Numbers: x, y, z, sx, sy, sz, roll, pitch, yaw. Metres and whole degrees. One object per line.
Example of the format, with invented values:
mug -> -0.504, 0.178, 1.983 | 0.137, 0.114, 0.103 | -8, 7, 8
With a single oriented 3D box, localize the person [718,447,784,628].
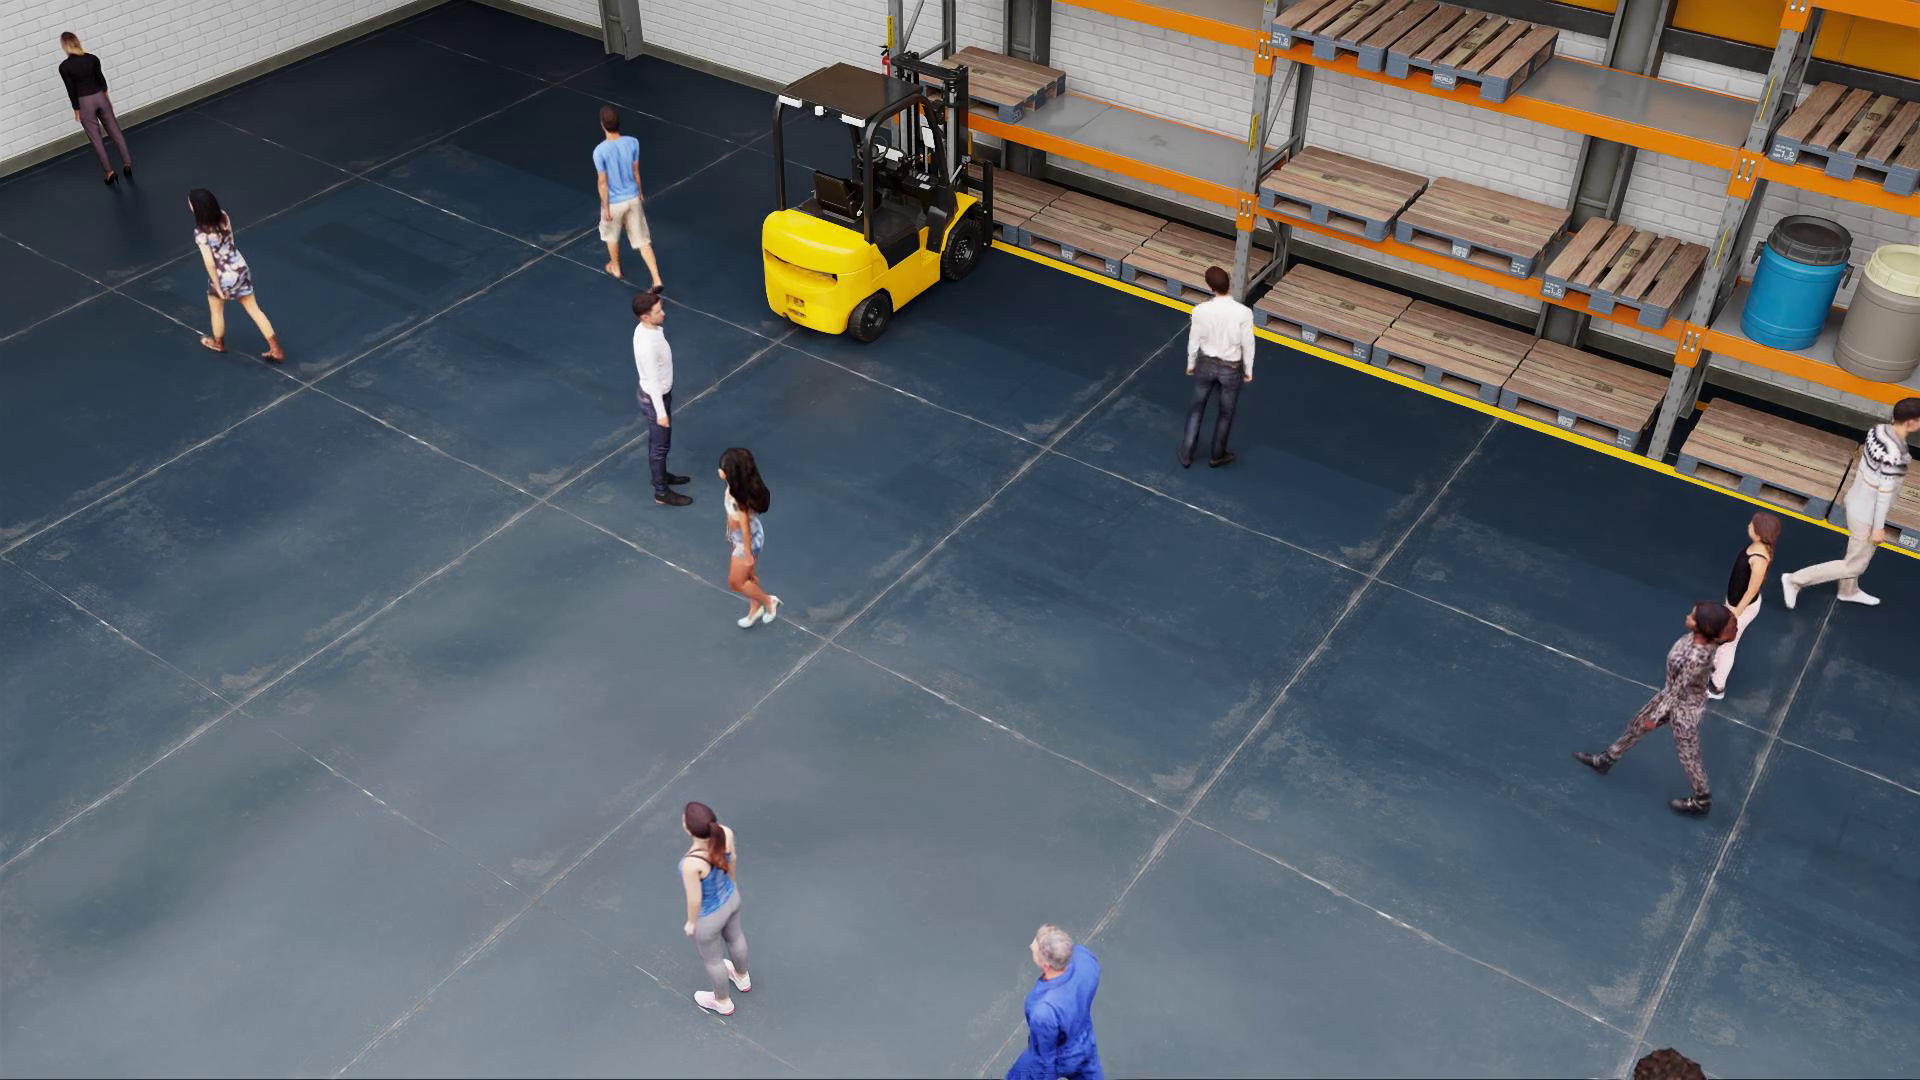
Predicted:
person -> -1.470, 0.012, 11.957 | 0.773, 1.613, 0.709 | -11, 40, -13

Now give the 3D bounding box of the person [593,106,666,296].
person -> -3.157, -3.177, 15.769 | 0.915, 1.838, 1.285 | -24, 44, -27

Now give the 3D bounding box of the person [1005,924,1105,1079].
person -> 0.600, 2.651, 8.521 | 1.191, 1.777, 0.773 | 26, 45, 29

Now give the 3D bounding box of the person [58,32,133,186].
person -> -9.192, -4.579, 17.663 | 0.528, 1.666, 0.594 | 25, 45, 28

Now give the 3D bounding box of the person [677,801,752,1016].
person -> -1.395, 2.066, 9.389 | 0.527, 1.608, 0.574 | 21, 43, 24

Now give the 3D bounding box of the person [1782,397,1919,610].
person -> 6.526, -0.225, 12.072 | 1.099, 1.839, 0.893 | 11, 40, 13

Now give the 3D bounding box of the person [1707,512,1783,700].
person -> 5.385, 0.435, 11.467 | 0.559, 1.563, 0.569 | 17, 42, 20

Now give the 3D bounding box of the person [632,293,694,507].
person -> -2.415, -1.137, 13.191 | 0.768, 1.868, 0.715 | -5, 39, -6

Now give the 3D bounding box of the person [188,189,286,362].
person -> -6.445, -2.320, 14.814 | 1.119, 1.691, 0.731 | 16, 41, 19

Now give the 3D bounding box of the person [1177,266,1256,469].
person -> 2.124, -1.364, 13.495 | 0.640, 1.843, 0.825 | 25, 45, 28

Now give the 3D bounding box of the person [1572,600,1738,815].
person -> 4.659, 1.106, 10.546 | 1.166, 1.663, 0.701 | 17, 42, 20
